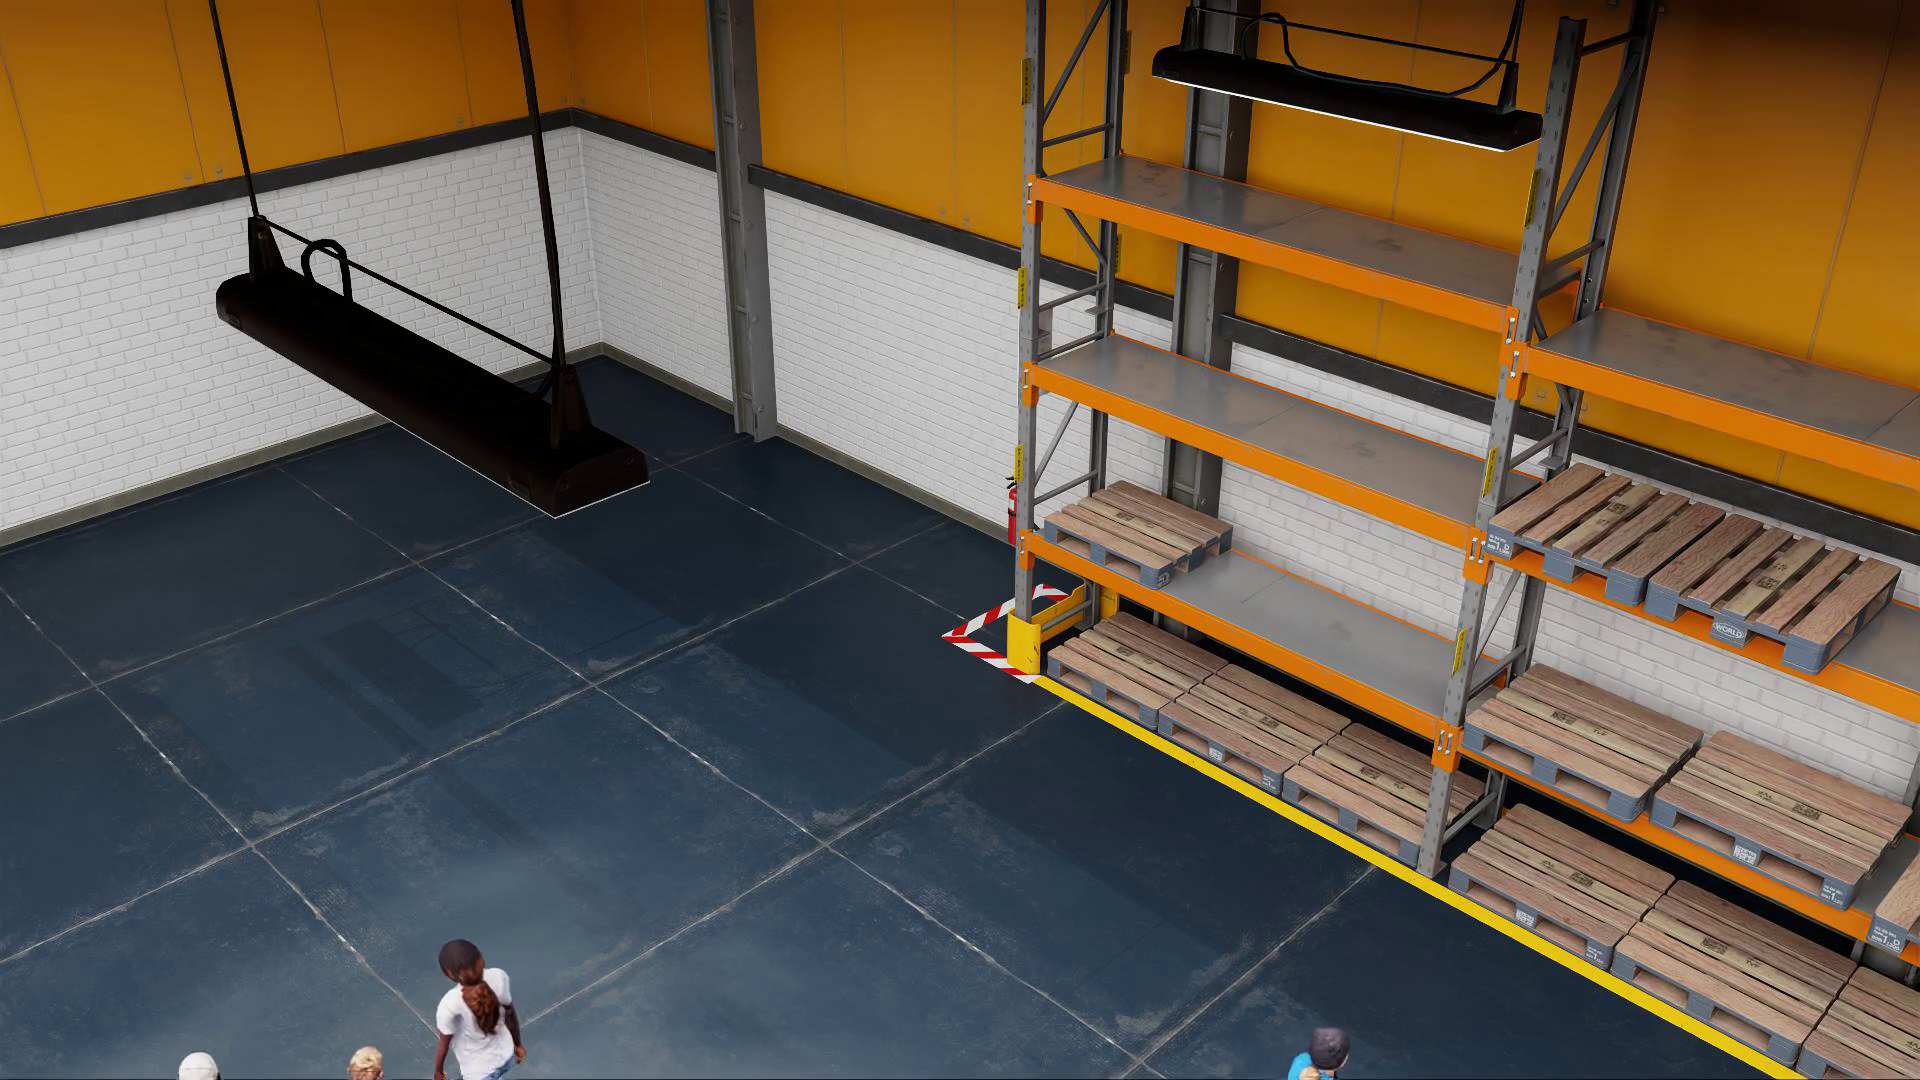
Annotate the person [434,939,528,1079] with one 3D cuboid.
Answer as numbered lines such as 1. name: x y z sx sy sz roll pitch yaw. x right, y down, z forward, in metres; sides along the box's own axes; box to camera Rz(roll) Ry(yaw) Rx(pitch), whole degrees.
1. person: -2.568 2.941 9.227 0.721 1.702 0.654 18 33 30

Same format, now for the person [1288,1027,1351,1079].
1. person: 1.706 3.248 8.614 1.063 1.749 1.238 -9 30 -16
